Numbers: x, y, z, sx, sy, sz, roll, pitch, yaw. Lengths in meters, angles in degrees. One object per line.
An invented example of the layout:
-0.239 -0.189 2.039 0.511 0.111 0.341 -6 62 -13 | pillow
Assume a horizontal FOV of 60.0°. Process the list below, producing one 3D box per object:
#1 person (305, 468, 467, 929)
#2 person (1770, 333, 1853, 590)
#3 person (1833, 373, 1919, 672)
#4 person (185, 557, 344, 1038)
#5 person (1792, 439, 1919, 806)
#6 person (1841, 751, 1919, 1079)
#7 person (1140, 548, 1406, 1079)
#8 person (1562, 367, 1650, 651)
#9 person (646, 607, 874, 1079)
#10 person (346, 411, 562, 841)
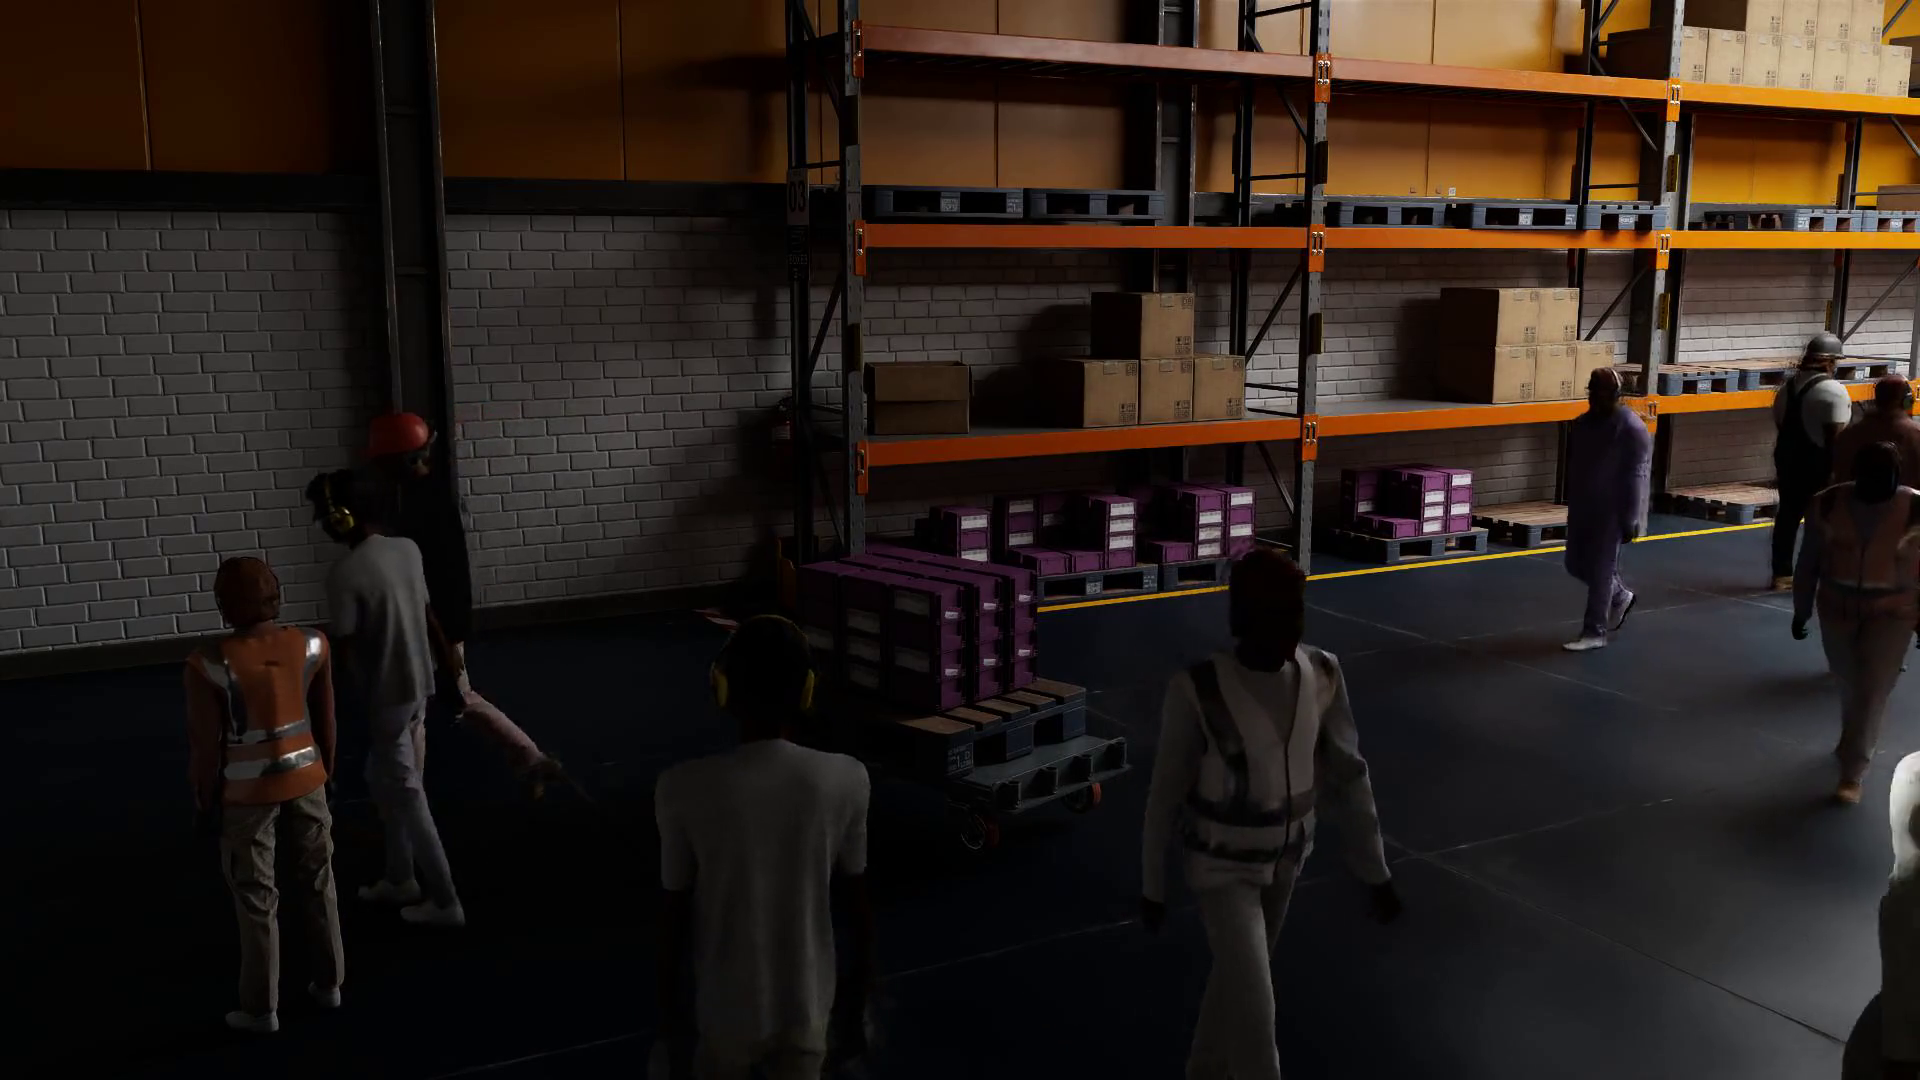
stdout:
-2.260 0.622 6.463 0.716 1.828 0.600 3 10 16 | person
6.734 -0.608 12.942 0.788 2.000 0.706 -3 10 -16 | person
5.788 -0.093 10.406 0.465 1.887 0.685 -6 11 -30 | person
-2.342 0.863 5.634 0.312 1.638 0.512 9 13 41 | person
4.526 0.343 8.300 0.642 1.775 1.064 8 13 40 | person
2.295 1.047 3.880 0.637 1.869 1.066 -3 10 -16 | person
0.873 0.945 4.584 0.593 1.839 0.958 -6 12 -31 | person
4.316 -0.209 11.077 0.623 1.893 0.649 -4 11 -21 | person
-0.453 1.073 3.810 0.546 1.852 0.415 -4 10 -20 | person
-2.321 0.371 7.604 0.926 1.953 0.658 -4 11 -20 | person
